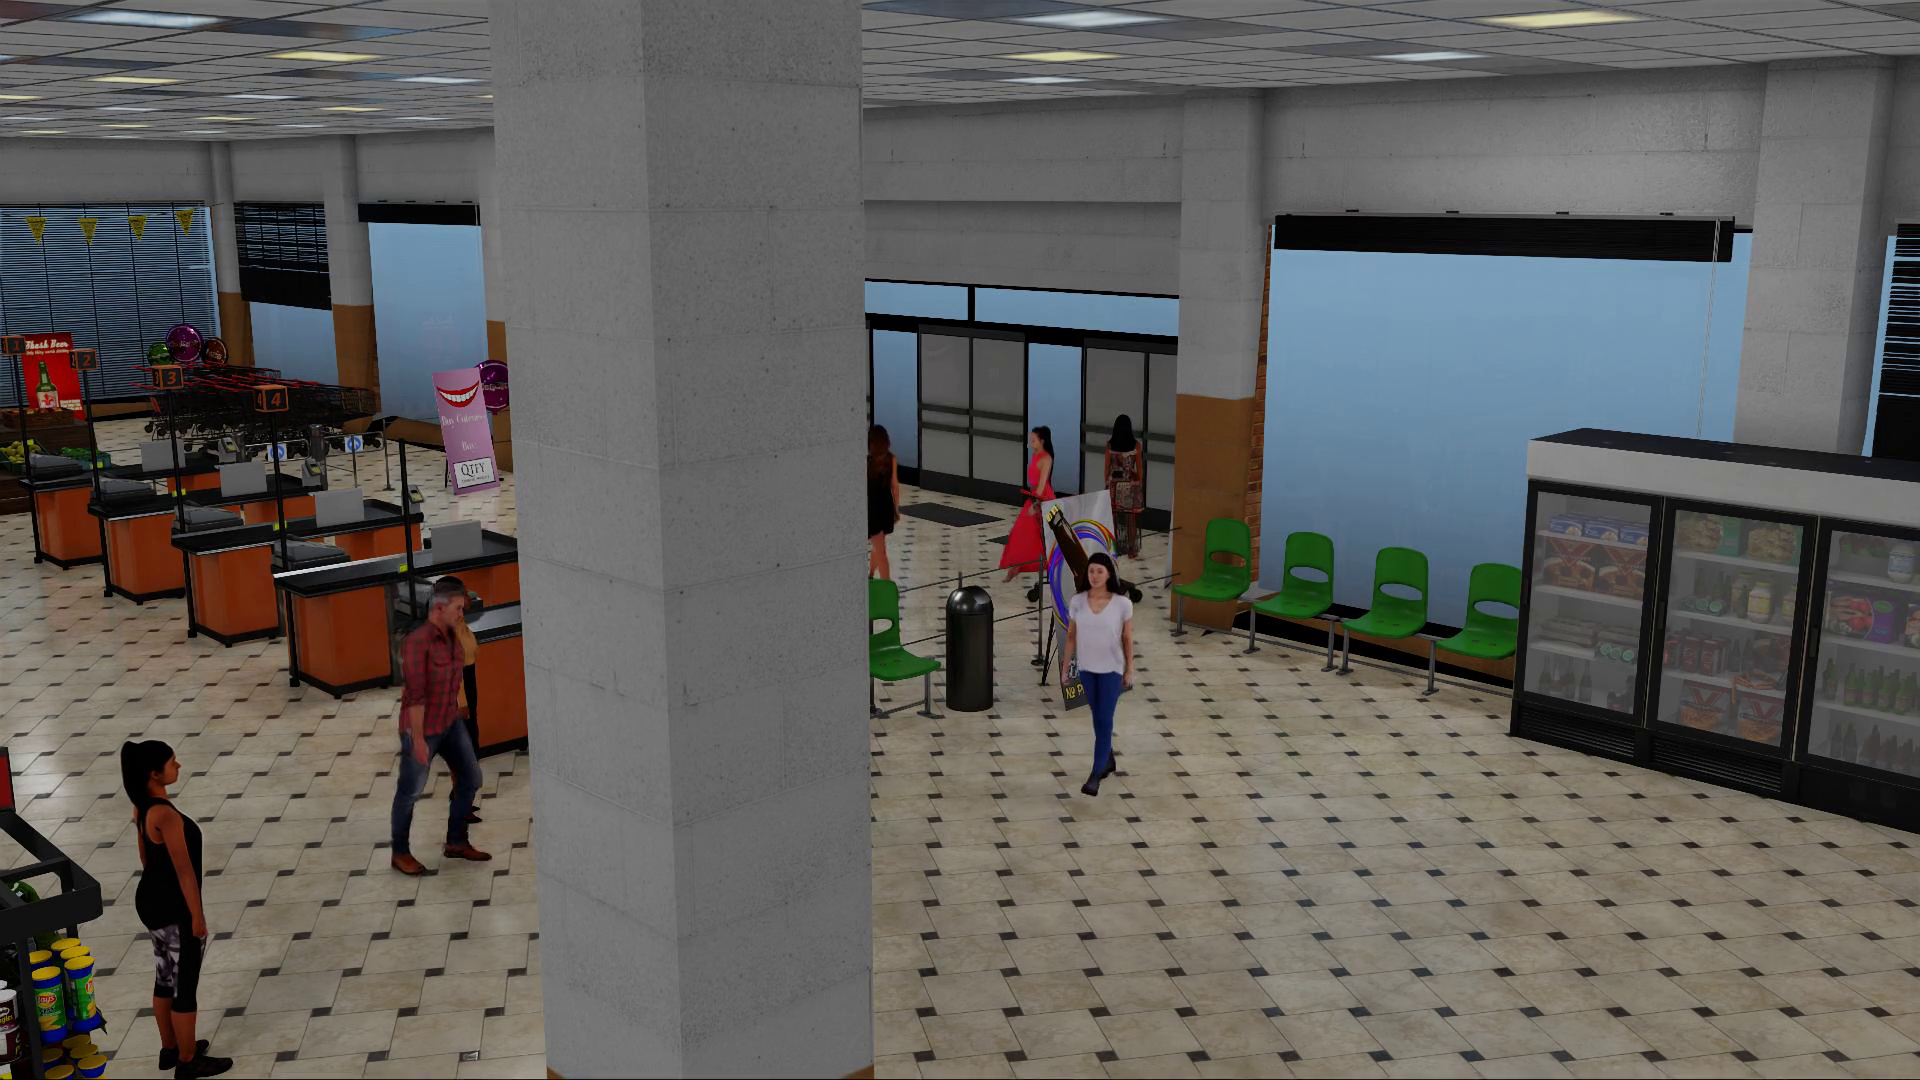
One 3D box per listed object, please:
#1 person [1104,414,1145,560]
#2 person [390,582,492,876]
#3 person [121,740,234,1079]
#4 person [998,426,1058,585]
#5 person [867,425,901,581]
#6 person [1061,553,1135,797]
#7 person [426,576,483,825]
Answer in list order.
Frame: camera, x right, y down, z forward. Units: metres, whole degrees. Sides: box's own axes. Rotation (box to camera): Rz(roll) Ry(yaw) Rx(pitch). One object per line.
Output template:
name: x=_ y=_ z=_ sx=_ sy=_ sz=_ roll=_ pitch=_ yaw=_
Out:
person: x=1.844 y=-0.612 z=18.865 sx=0.723 sy=1.645 sz=0.744 roll=2 pitch=12 yaw=8
person: x=-3.304 y=1.142 z=10.178 sx=1.040 sy=1.793 sz=0.928 roll=6 pitch=13 yaw=26
person: x=-3.699 y=1.712 z=7.791 sx=0.581 sy=1.660 sz=0.512 roll=11 pitch=16 yaw=41
person: x=0.940 y=-0.327 z=17.438 sx=1.159 sy=1.676 sz=0.836 roll=-5 pitch=13 yaw=-22
person: x=-0.786 y=-0.202 z=16.559 sx=1.137 sy=1.794 sz=0.953 roll=-5 pitch=13 yaw=-22
person: x=1.003 y=0.921 z=11.584 sx=0.866 sy=1.647 sz=1.125 roll=5 pitch=13 yaw=23
person: x=-3.309 y=1.044 z=10.980 sx=0.671 sy=1.653 sz=0.650 roll=-3 pitch=12 yaw=-16
